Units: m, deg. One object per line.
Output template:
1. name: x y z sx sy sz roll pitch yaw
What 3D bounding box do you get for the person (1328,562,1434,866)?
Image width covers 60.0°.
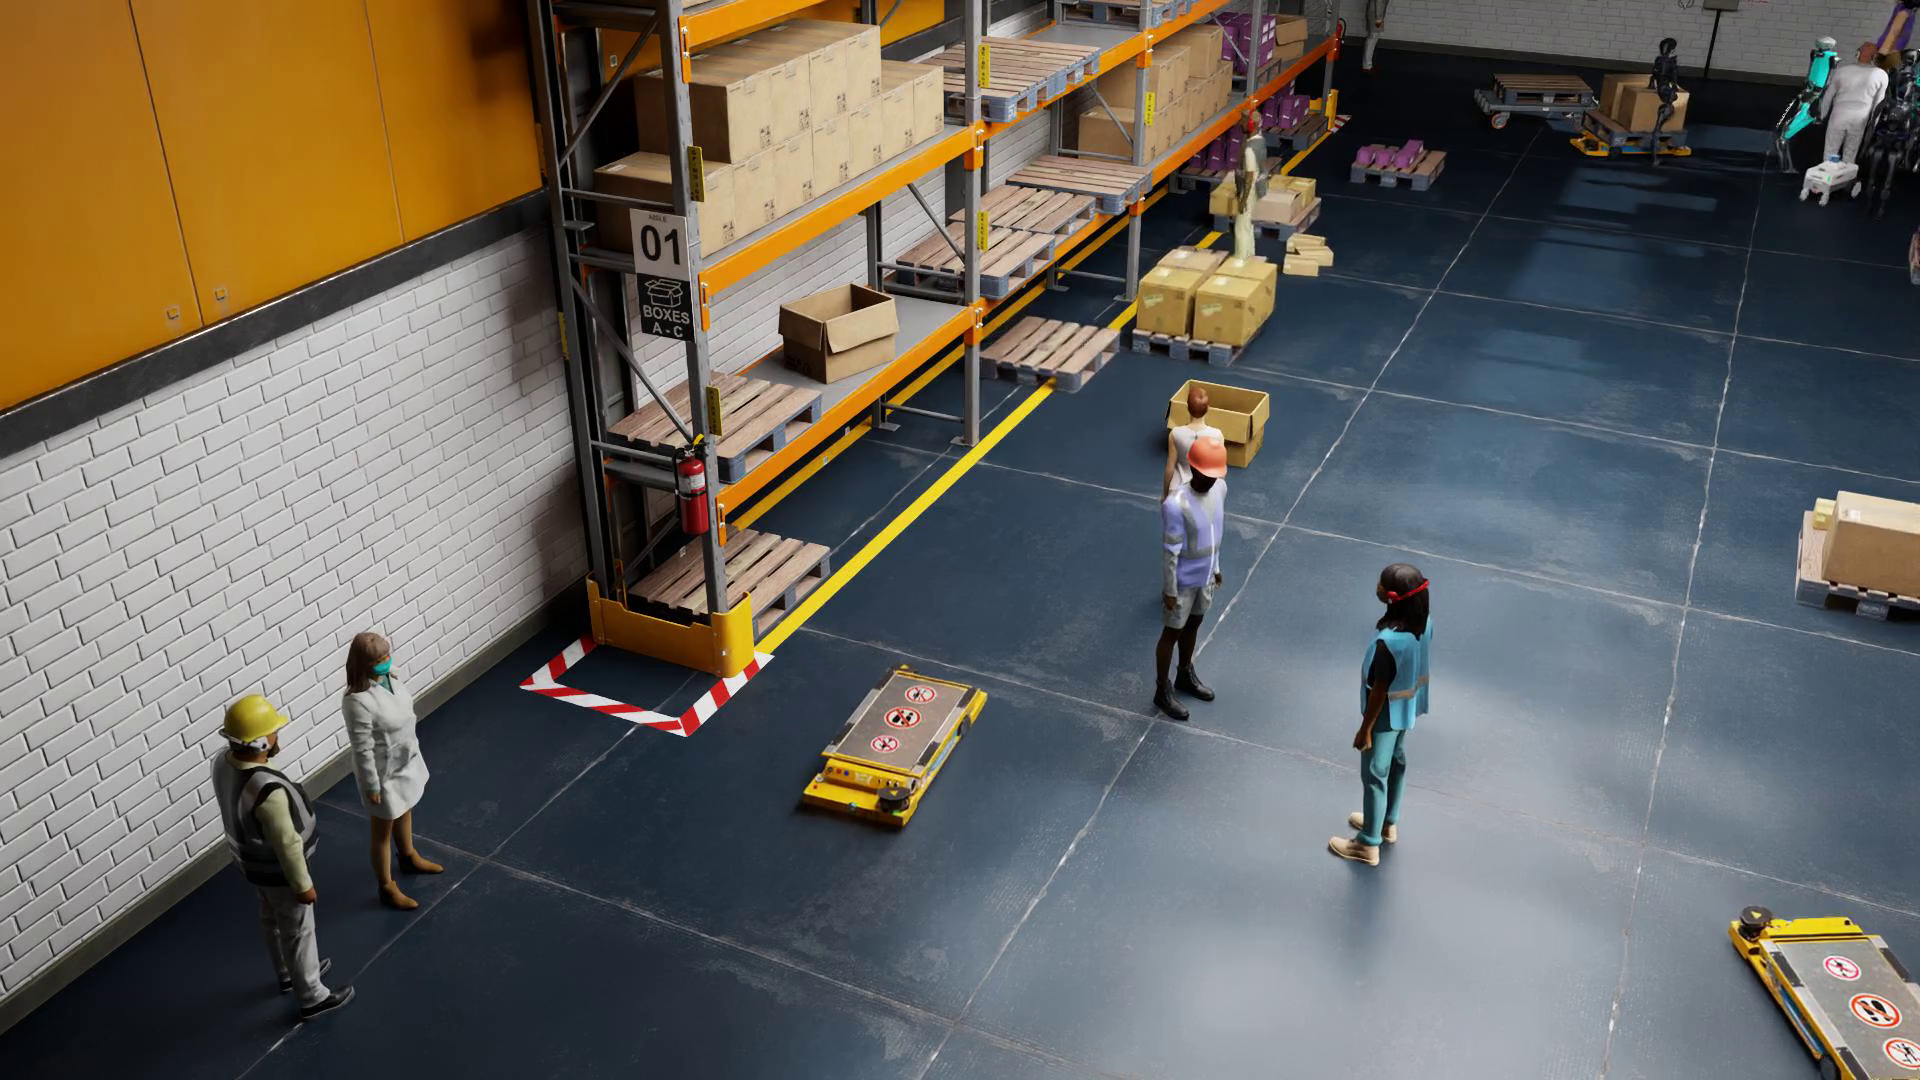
1. person: 2.383 0.971 9.256 0.392 1.862 0.506 21 35 34

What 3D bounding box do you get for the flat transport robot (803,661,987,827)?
1. flat transport robot: -0.379 1.248 10.414 0.659 0.231 1.431 10 30 19

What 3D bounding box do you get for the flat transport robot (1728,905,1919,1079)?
1. flat transport robot: 4.499 2.377 8.320 0.659 0.231 1.431 -1 28 -3

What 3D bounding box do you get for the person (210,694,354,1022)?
1. person: -3.358 1.562 8.198 0.589 1.825 0.403 25 37 38

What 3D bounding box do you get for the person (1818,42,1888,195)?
1. person: 11.115 -5.262 20.802 0.666 1.895 0.478 10 30 18

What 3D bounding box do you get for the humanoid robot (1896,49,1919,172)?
1. humanoid robot: 12.618 -5.652 21.649 0.672 1.790 0.532 -18 33 -30

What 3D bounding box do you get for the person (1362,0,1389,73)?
1. person: 6.719 -8.460 26.787 0.365 1.824 0.514 3 28 5

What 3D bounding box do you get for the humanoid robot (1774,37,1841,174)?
1. humanoid robot: 10.841 -5.555 21.526 0.664 1.842 0.541 -3 28 -5

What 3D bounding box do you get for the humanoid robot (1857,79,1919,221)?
1. humanoid robot: 11.102 -4.686 19.933 0.600 1.645 0.502 22 35 35

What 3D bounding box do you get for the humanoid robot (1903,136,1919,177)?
1. humanoid robot: 12.593 -5.499 21.457 0.399 1.642 0.610 -2 28 -4

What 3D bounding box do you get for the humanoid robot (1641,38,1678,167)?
1. humanoid robot: 9.284 -5.808 22.027 0.483 1.642 0.590 -5 29 -9

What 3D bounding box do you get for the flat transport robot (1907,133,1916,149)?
1. flat transport robot: 13.801 -5.381 22.706 1.431 0.231 0.659 22 35 35

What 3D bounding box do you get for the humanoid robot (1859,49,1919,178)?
1. humanoid robot: 12.025 -5.489 21.426 0.362 1.656 0.586 -5 29 -9

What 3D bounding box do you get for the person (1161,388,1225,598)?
1. person: 1.655 -0.301 11.820 0.442 1.658 0.286 3 29 6

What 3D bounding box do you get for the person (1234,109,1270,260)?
1. person: 3.119 -3.740 18.033 0.449 1.828 0.592 8 29 15

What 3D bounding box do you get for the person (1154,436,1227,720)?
1. person: 1.493 0.219 10.571 0.545 1.934 0.372 -25 37 -38

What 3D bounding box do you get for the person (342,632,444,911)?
1. person: -3.072 1.224 8.989 0.337 1.660 0.497 5 29 10

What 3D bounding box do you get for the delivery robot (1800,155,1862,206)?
1. delivery robot: 10.878 -4.515 20.791 0.762 0.587 0.499 -19 34 -31

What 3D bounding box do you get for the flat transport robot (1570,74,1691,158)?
1. flat transport robot: 9.203 -5.447 22.829 1.431 0.231 0.659 -1 28 -1

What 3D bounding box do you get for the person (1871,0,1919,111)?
1. person: 13.731 -7.159 24.323 0.959 1.870 0.591 16 32 28
